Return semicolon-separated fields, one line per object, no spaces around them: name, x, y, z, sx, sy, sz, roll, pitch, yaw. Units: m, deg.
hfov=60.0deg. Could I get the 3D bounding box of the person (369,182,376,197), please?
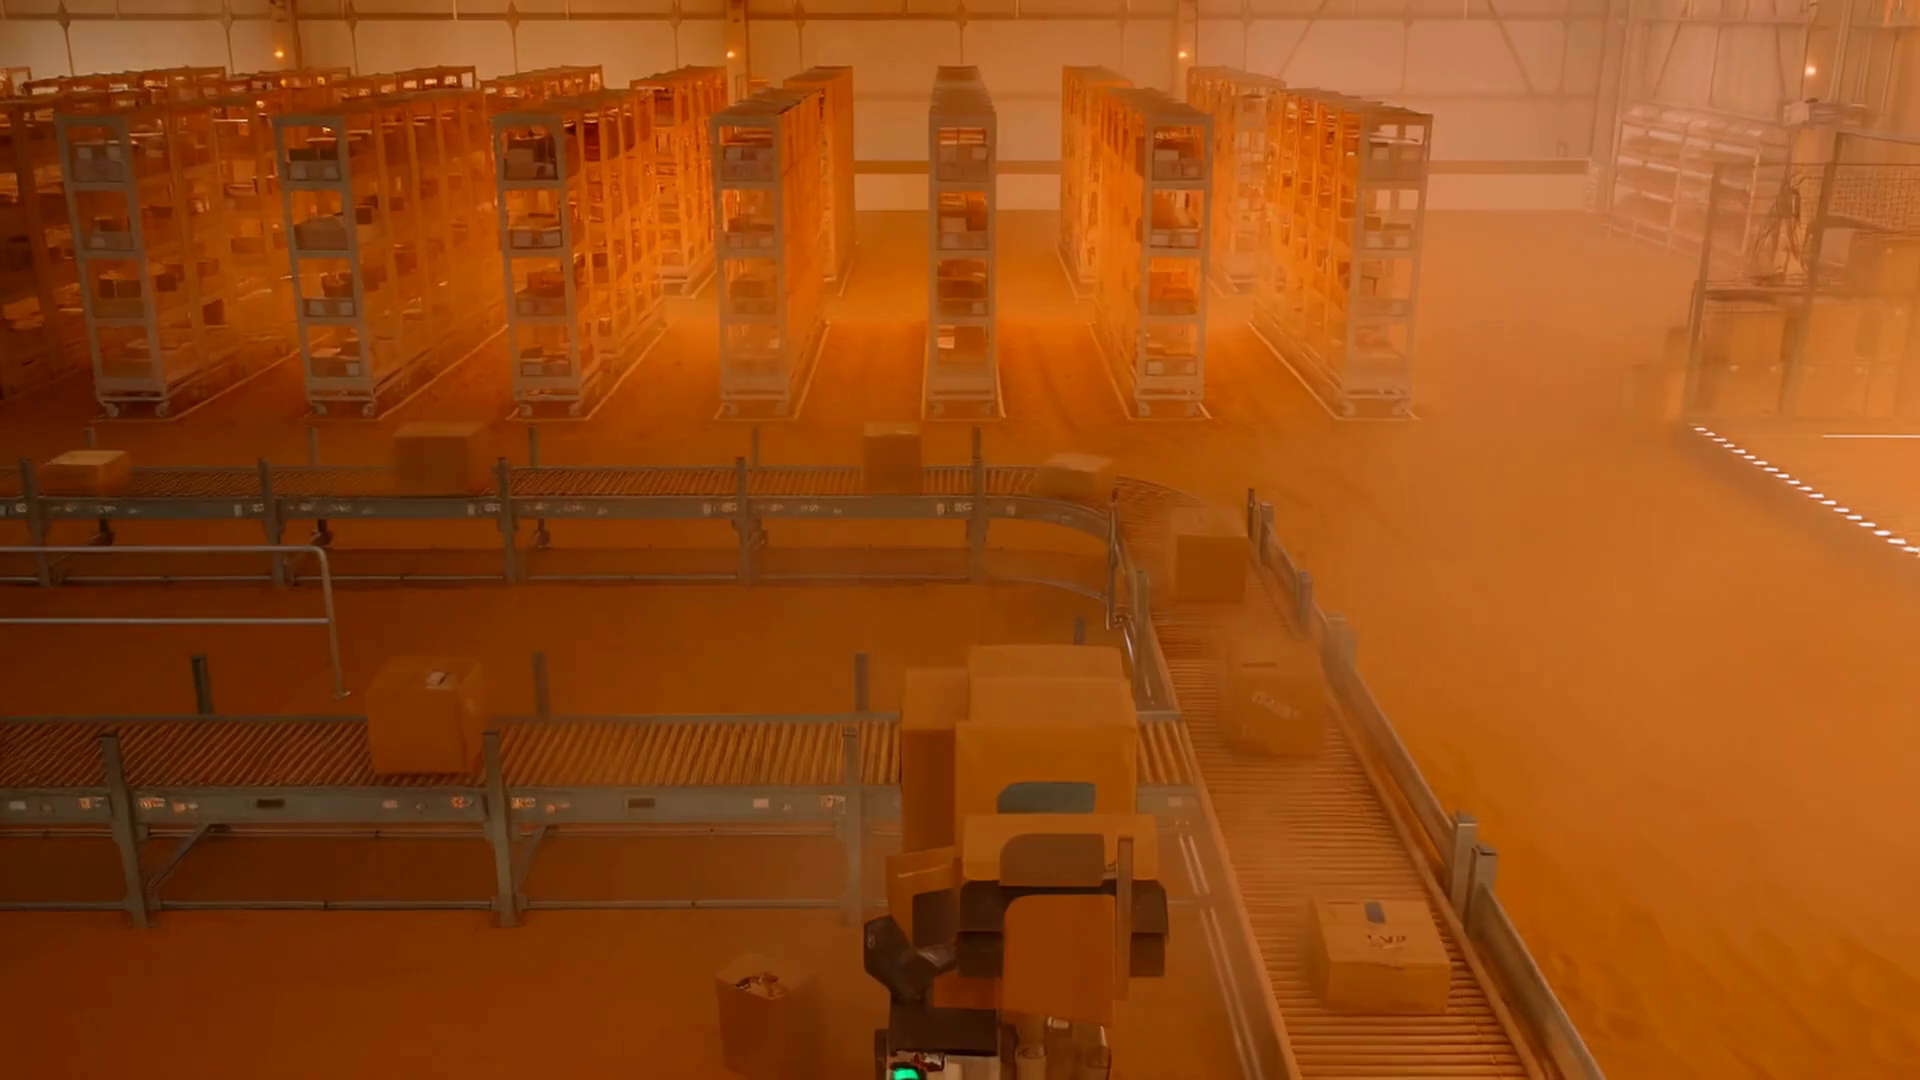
person;-12.767;-7.584;36.017;0.374;1.840;0.569;16;24;40
